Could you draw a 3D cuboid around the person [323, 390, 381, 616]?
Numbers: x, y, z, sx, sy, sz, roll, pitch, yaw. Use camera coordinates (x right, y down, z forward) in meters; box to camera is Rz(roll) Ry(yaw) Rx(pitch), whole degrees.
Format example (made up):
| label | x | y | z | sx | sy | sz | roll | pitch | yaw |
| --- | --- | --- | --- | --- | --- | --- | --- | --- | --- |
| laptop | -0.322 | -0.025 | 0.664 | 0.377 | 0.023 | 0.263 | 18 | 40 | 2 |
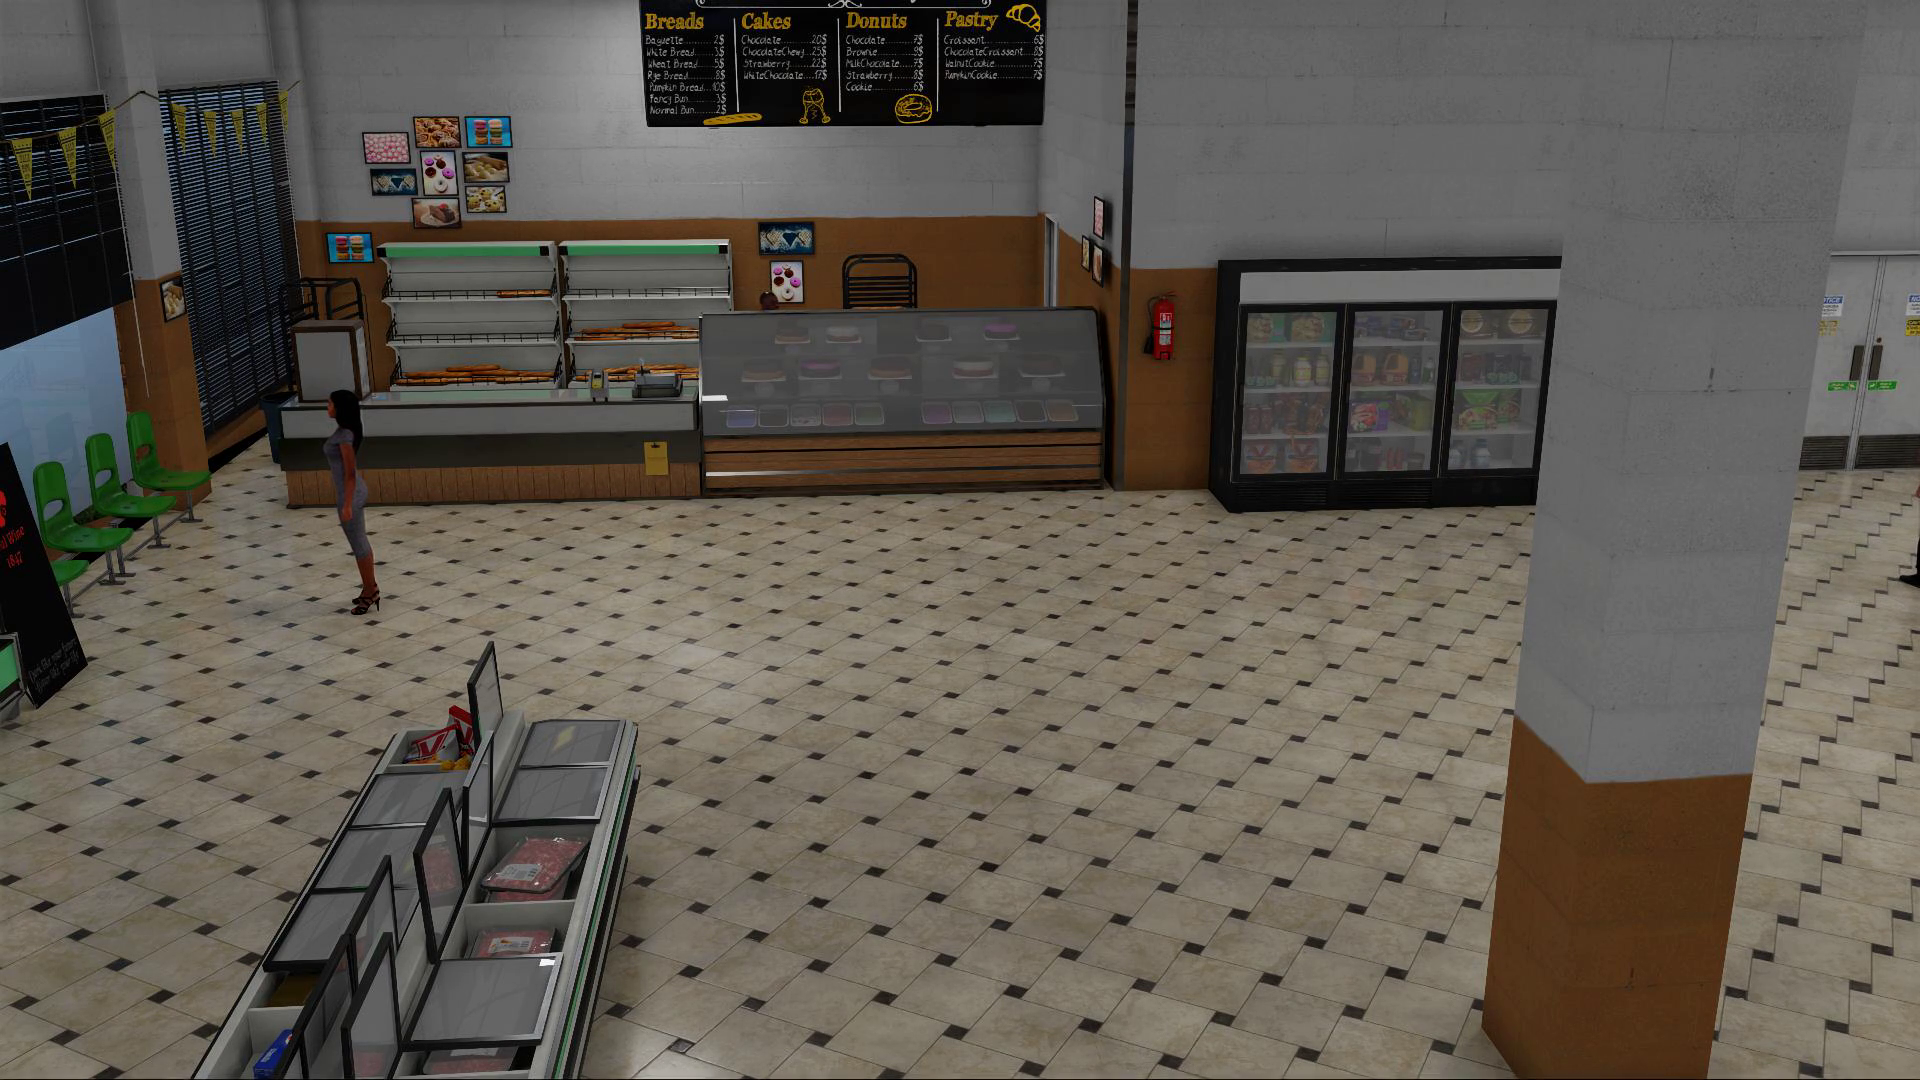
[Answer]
| label | x | y | z | sx | sy | sz | roll | pitch | yaw |
| --- | --- | --- | --- | --- | --- | --- | --- | --- | --- |
| person | -4.755 | -0.303 | 13.032 | 0.680 | 1.781 | 0.503 | -4 | 17 | -13 |
